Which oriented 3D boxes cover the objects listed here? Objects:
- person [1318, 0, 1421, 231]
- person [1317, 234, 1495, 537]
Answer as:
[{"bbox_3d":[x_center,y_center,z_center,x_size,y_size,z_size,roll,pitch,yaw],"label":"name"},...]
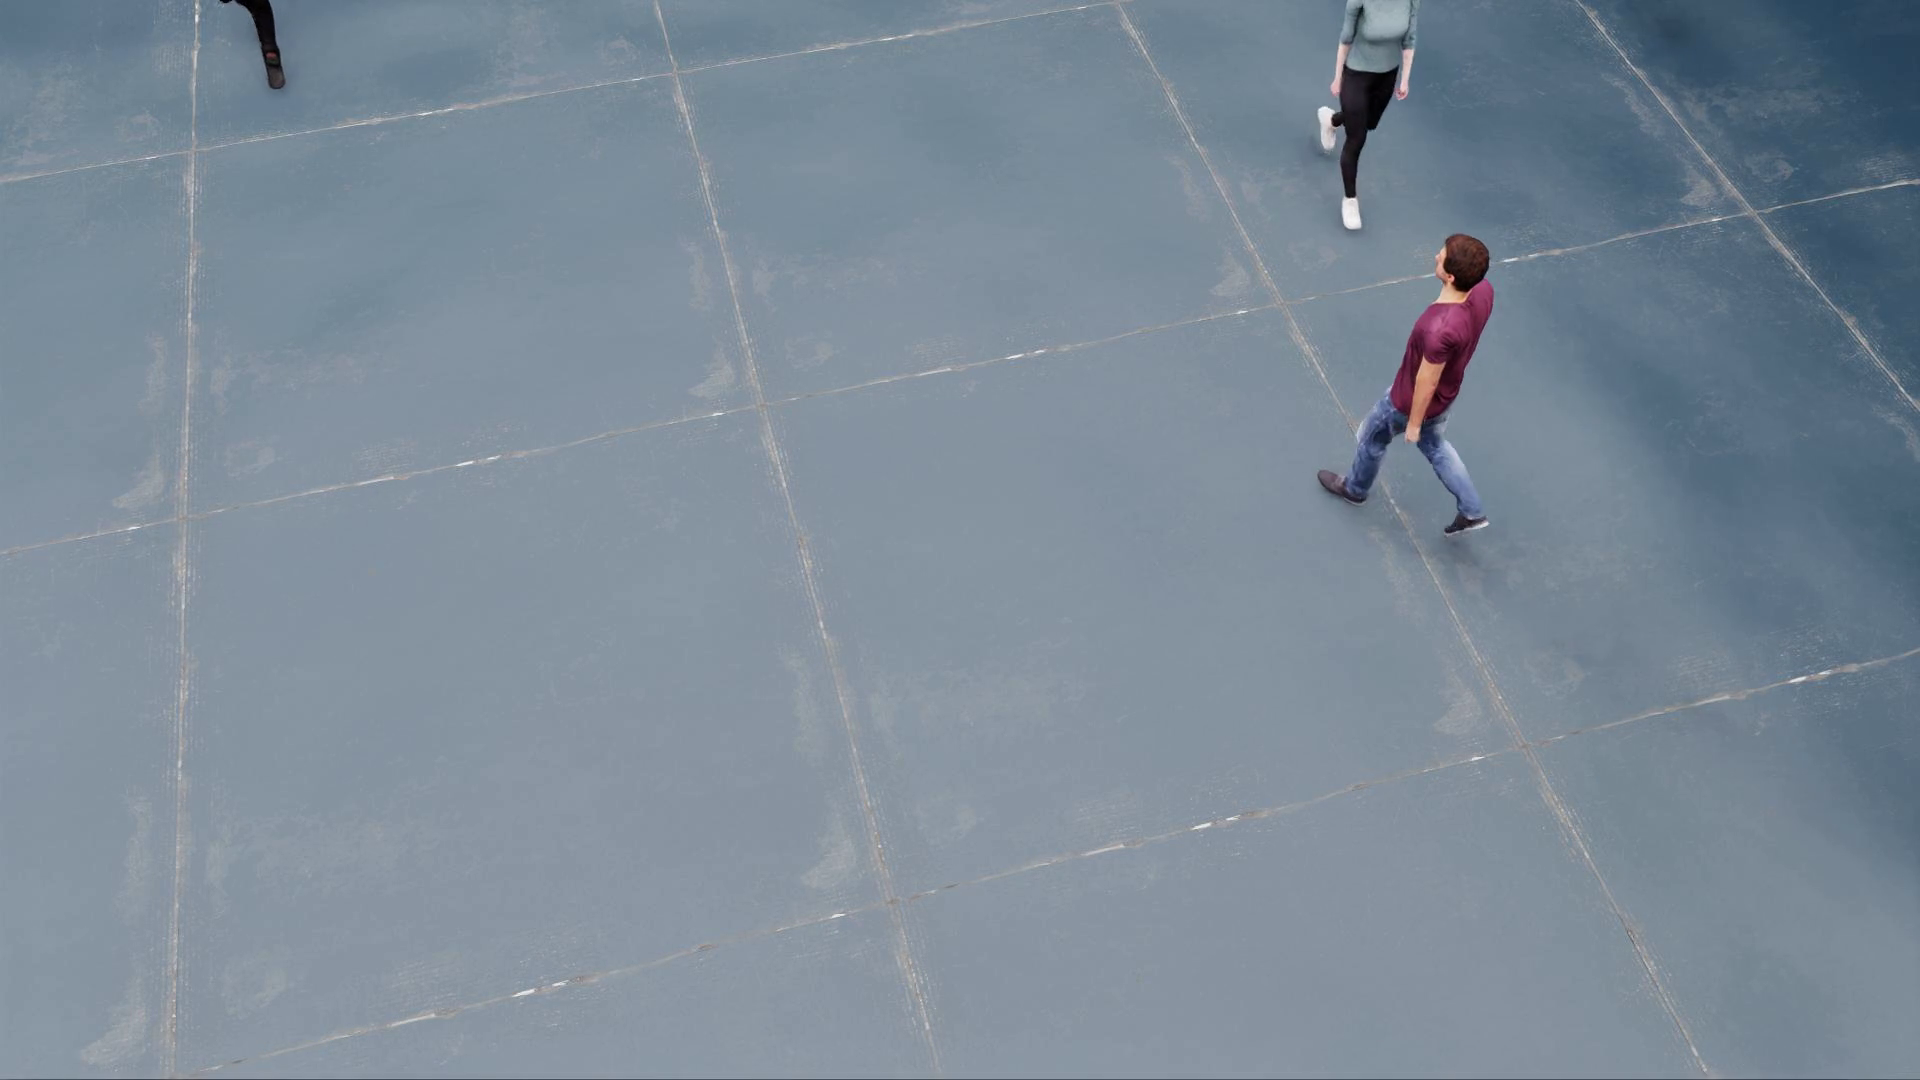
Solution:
[{"bbox_3d":[2.278,-2.636,9.350,0.616,1.723,1.037,-9,53,-7],"label":"person"},{"bbox_3d":[2.245,-0.666,7.759,1.219,1.825,1.040,36,60,24],"label":"person"}]
